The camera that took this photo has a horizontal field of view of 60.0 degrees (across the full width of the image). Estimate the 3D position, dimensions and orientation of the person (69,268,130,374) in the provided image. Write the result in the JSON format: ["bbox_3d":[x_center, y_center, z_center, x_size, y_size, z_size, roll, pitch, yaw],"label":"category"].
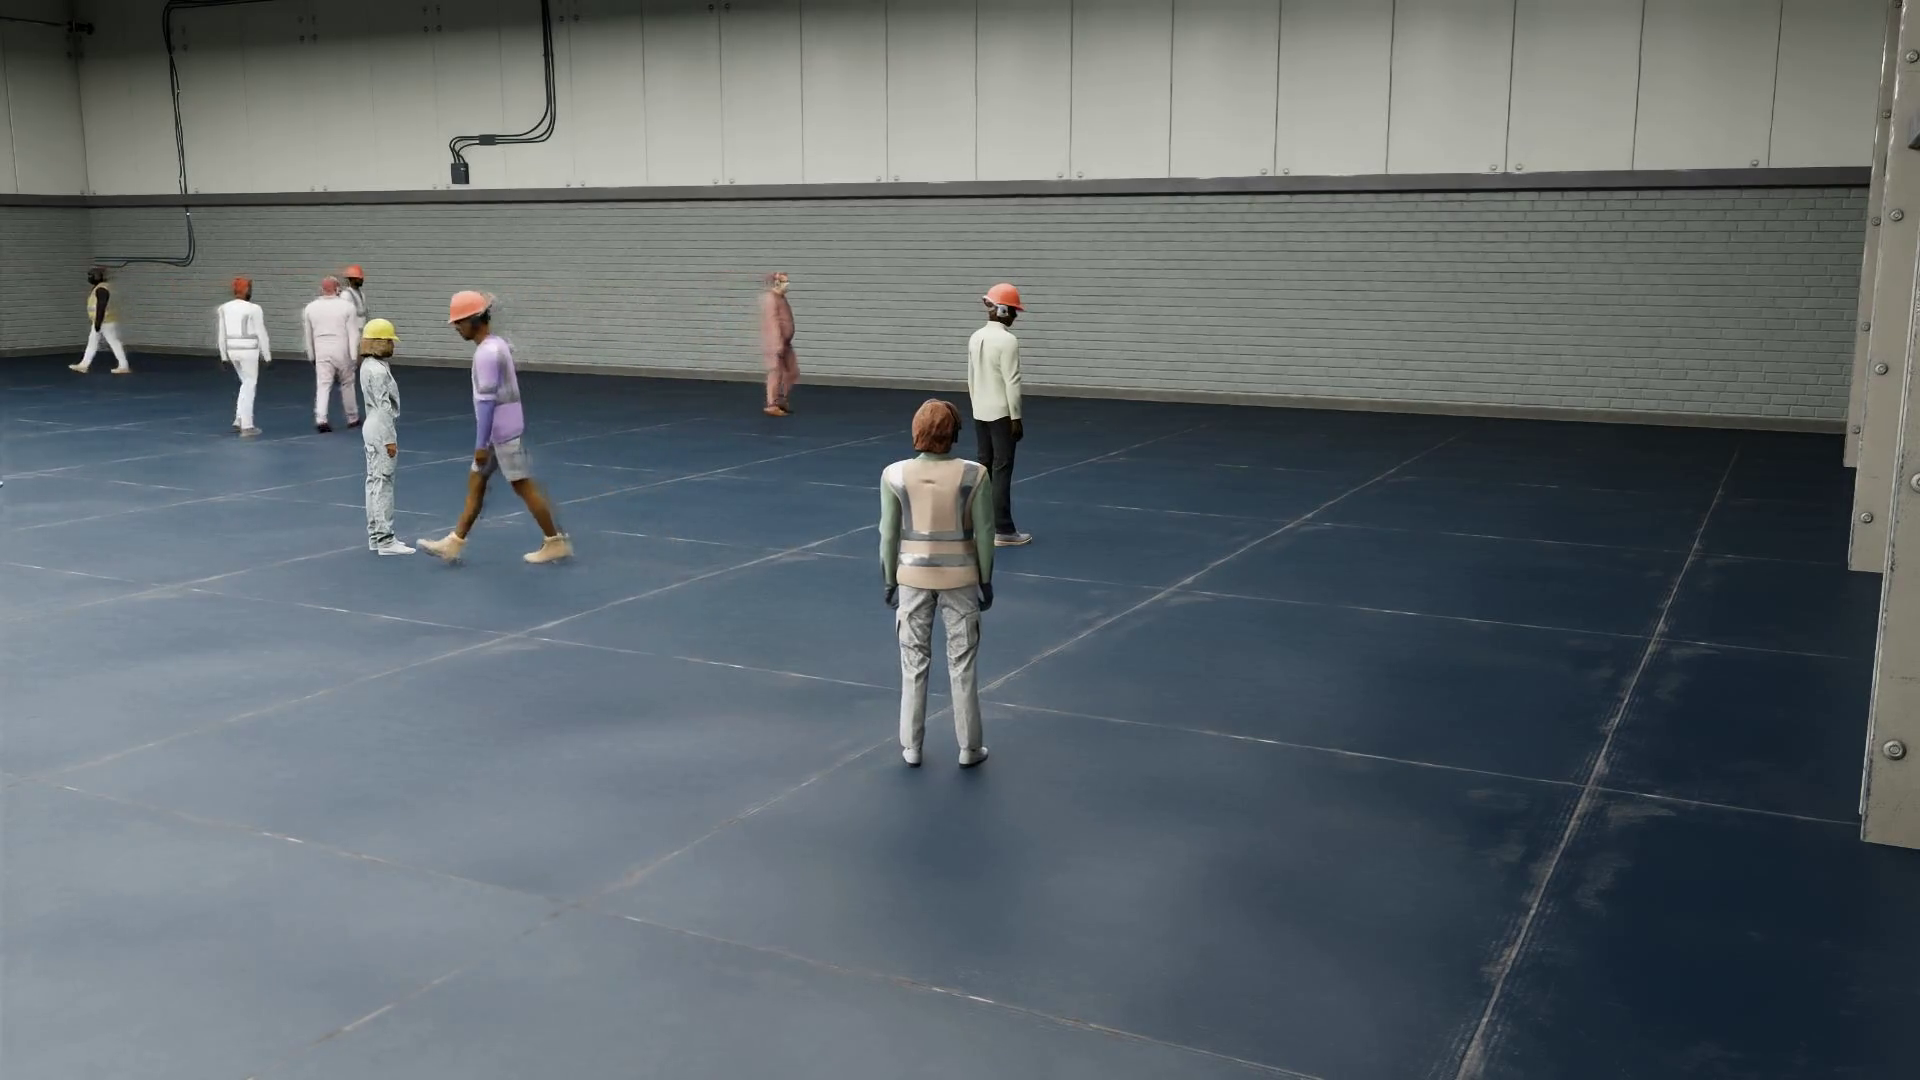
[{"bbox_3d":[-14.654,-3.710,28.246,0.944,1.789,0.650,-7,12,-33],"label":"person"}]

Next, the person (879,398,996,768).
[{"bbox_3d":[-0.097,0.201,7.340,0.512,1.642,0.312,1,10,8],"label":"person"}]

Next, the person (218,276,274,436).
[{"bbox_3d":[-8.374,-2.150,19.532,0.583,1.866,0.432,4,11,21],"label":"person"}]

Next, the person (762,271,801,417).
[{"bbox_3d":[-2.318,-2.534,21.570,0.474,1.890,0.653,2,11,12],"label":"person"}]

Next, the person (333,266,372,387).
[{"bbox_3d":[-9.321,-3.275,25.626,0.973,1.895,0.548,0,10,0],"label":"person"}]

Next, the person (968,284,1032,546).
[{"bbox_3d":[0.301,-0.953,12.691,0.393,1.985,0.610,-6,12,-31],"label":"person"}]

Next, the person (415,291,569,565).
[{"bbox_3d":[-3.320,-0.770,11.756,1.079,1.963,0.657,-2,11,-13],"label":"person"}]

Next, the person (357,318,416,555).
[{"bbox_3d":[-4.267,-0.763,12.318,0.298,1.744,0.486,-6,12,-31],"label":"person"}]

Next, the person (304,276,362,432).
[{"bbox_3d":[-7.569,-2.244,20.092,0.656,1.862,1.019,0,10,-1],"label":"person"}]

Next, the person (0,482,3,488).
[{"bbox_3d":[-8.964,-1.148,14.490,0.930,1.714,0.555,-6,12,-28],"label":"person"}]
